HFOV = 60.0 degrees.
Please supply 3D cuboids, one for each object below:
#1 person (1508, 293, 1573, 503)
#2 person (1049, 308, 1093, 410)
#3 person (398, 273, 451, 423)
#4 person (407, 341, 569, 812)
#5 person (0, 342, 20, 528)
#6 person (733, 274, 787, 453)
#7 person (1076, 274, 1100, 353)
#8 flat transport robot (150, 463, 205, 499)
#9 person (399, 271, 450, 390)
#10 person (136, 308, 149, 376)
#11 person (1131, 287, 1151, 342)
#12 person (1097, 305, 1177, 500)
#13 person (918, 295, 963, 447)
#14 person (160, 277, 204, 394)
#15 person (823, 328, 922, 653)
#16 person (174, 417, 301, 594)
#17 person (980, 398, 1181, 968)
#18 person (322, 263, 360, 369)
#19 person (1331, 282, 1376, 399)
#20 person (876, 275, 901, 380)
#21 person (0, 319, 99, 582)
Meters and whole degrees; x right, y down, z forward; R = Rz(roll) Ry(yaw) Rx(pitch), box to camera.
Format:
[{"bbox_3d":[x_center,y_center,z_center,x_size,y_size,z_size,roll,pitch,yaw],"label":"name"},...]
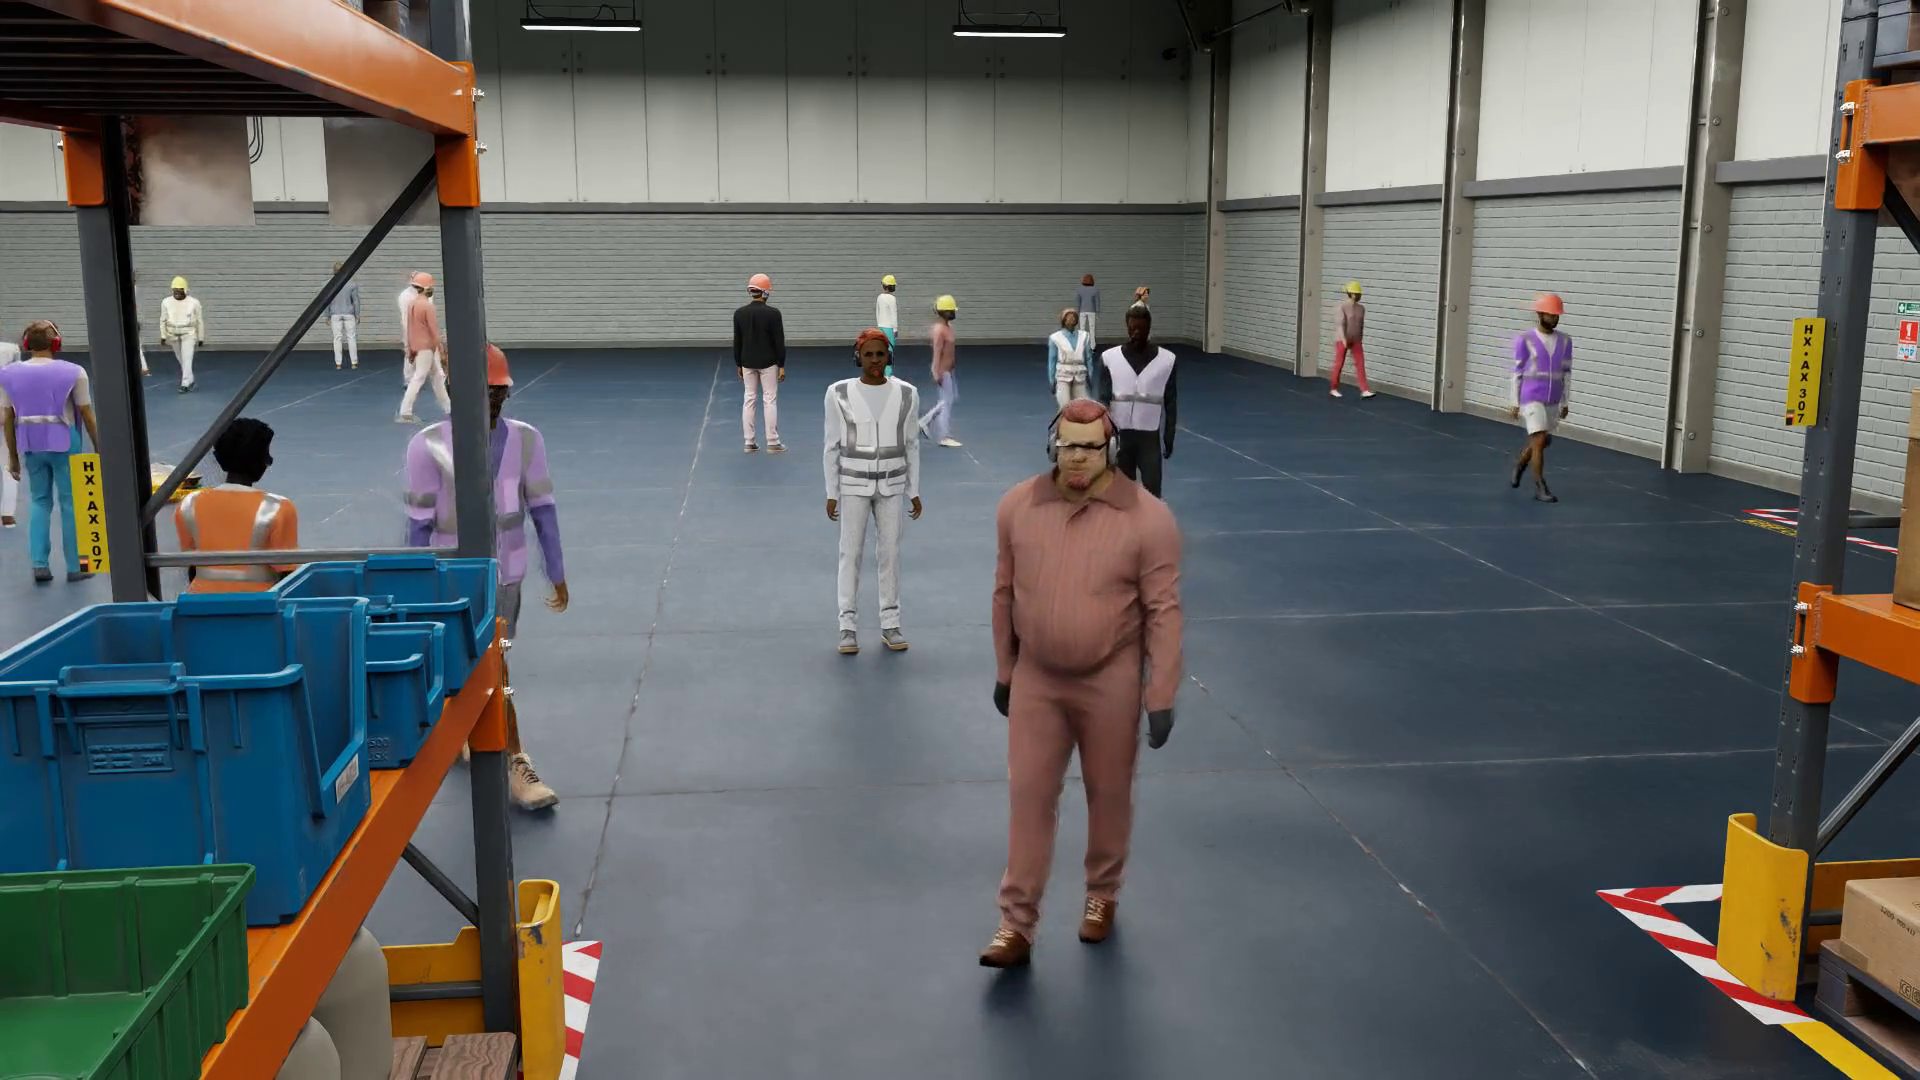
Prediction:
[{"bbox_3d":[5.325,-1.330,15.360,0.543,1.912,0.830,-2,11,-11],"label":"person"},{"bbox_3d":[1.225,-1.780,18.570,0.528,1.620,0.418,-3,11,-17],"label":"person"},{"bbox_3d":[-6.928,-2.493,21.629,1.025,1.942,0.637,-9,14,-40],"label":"person"},{"bbox_3d":[-2.057,0.117,7.232,0.631,1.977,1.110,-9,14,-42],"label":"person"},{"bbox_3d":[-8.123,-1.045,13.996,0.519,1.826,0.954,-6,12,-30],"label":"person"},{"bbox_3d":[-2.218,-1.960,18.540,0.619,1.994,0.381,4,11,19],"label":"person"},{"bbox_3d":[2.662,-4.711,34.618,0.504,1.633,0.279,3,11,14],"label":"person"},{"bbox_3d":[-7.621,-0.550,15.540,0.652,0.197,1.431,-9,14,-40],"label":"flat transport robot"},{"bbox_3d":[-8.355,-3.241,25.928,0.958,1.863,0.671,6,12,31],"label":"person"},{"bbox_3d":[-14.511,-3.748,28.794,0.846,1.830,0.538,-1,10,-7],"label":"person"},{"bbox_3d":[2.795,-3.094,25.734,0.306,1.639,0.523,6,12,30],"label":"person"},{"bbox_3d":[1.313,-0.787,12.381,0.591,1.902,0.462,1,10,7],"label":"person"},{"bbox_3d":[-0.221,-1.940,19.109,0.478,1.747,0.533,2,11,12],"label":"person"},{"bbox_3d":[-12.083,-3.189,25.861,0.585,1.794,0.928,-1,10,-5],"label":"person"},{"bbox_3d":[-0.505,-0.284,9.663,0.573,1.883,0.355,-3,11,-15],"label":"person"},{"bbox_3d":[-2.917,0.339,6.798,0.540,1.679,0.372,0,10,2],"label":"person"},{"bbox_3d":[0.375,0.483,5.464,0.675,1.873,0.804,3,11,18],"label":"person"},{"bbox_3d":[-11.267,-4.083,30.349,0.629,1.936,0.368,-3,11,-16],"label":"person"},{"bbox_3d":[5.858,-2.969,24.820,0.528,1.724,0.843,-4,11,-21],"label":"person"},{"bbox_3d":[-1.193,-3.542,27.843,0.325,1.767,0.533,-7,13,-34],"label":"person"},{"bbox_3d":[-6.287,-0.603,11.528,0.585,1.844,0.416,-1,10,-5],"label":"person"}]
